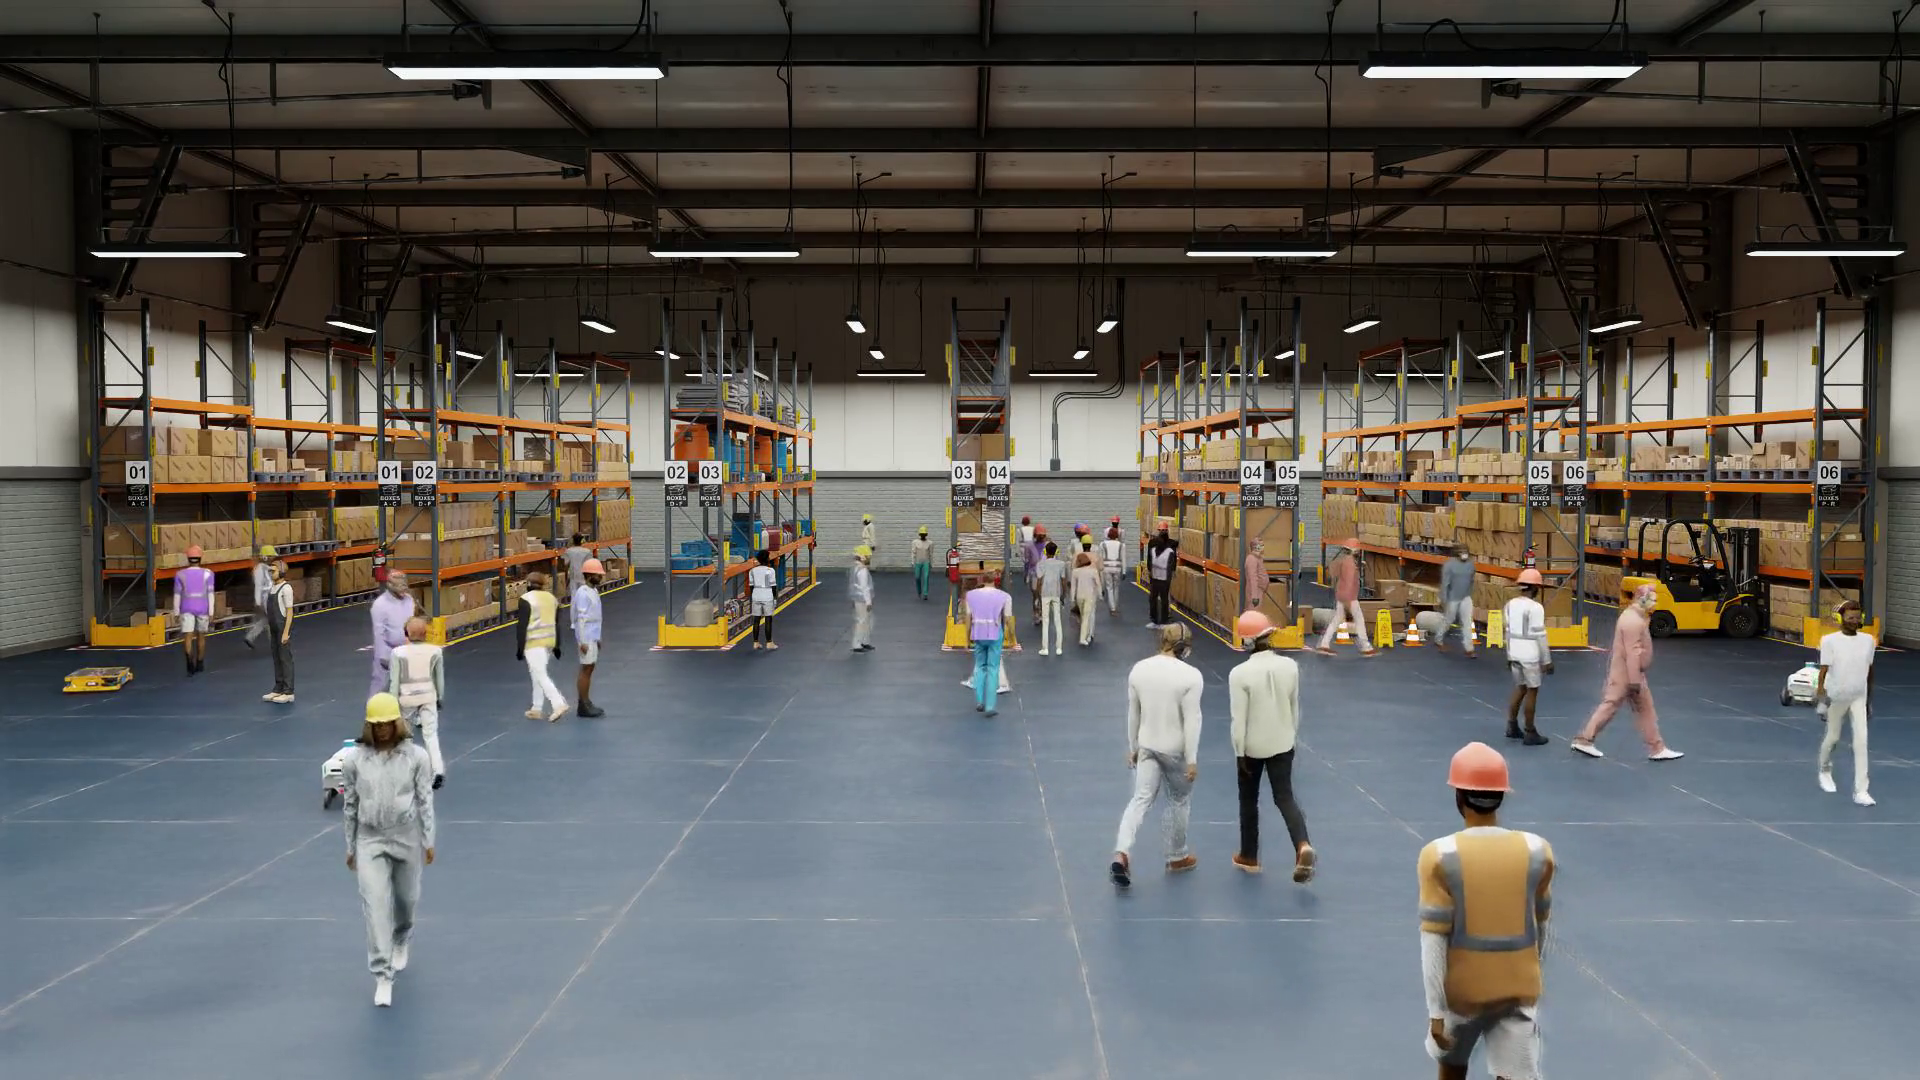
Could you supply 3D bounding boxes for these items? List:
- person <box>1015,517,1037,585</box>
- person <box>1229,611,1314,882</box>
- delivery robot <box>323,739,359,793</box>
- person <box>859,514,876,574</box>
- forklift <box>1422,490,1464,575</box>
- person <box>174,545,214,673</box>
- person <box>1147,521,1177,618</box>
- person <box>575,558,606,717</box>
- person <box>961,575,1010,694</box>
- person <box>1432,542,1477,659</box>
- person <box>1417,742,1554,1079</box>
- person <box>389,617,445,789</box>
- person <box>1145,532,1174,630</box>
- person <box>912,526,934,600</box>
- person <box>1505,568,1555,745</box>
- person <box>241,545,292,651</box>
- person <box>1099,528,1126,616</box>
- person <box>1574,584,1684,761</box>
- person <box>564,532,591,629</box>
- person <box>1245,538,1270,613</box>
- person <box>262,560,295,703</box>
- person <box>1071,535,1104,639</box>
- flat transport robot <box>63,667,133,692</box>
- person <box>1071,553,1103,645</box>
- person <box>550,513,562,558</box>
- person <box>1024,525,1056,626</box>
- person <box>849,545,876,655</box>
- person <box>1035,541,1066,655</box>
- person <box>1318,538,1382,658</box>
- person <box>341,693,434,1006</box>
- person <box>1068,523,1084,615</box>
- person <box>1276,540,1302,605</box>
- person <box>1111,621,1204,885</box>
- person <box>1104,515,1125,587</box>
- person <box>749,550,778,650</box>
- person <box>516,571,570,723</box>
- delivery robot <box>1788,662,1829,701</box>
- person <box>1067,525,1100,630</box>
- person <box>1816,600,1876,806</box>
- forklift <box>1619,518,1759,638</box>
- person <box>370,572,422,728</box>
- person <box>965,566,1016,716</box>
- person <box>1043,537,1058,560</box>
[{"bbox_3d":[1.767,0.292,43.584,0.598,1.830,0.989,0,2,-12],"label":"person"},{"bbox_3d":[2.256,1.496,11.764,0.622,1.960,0.889,-1,2,-18],"label":"person"},{"bbox_3d":[-5.510,2.049,14.596,0.477,0.478,0.707,0,2,-8],"label":"delivery robot"},{"bbox_3d":[-2.847,0.123,48.325,0.789,1.802,0.596,-1,2,-16],"label":"person"},{"bbox_3d":[13.926,-0.371,47.846,1.873,2.768,1.129,0,2,0],"label":"forklift"},{"bbox_3d":[-11.399,1.033,24.041,0.548,1.915,0.831,-1,2,-23],"label":"person"},{"bbox_3d":[4.189,0.613,33.497,0.612,1.997,0.375,0,2,1],"label":"person"},{"bbox_3d":[-4.523,1.187,19.819,0.379,1.933,0.551,0,2,3],"label":"person"},{"bbox_3d":[0.361,1.275,21.889,0.896,1.589,0.532,2,3,34],"label":"person"},{"bbox_3d":[8.088,0.959,26.381,0.642,1.889,1.046,-1,2,-15],"label":"person"},{"bbox_3d":[2.055,1.743,6.403,0.548,1.879,1.001,0,2,3],"label":"person"},{"bbox_3d":[-5.108,1.533,15.259,0.529,1.608,0.810,-2,3,-34],"label":"person"},{"bbox_3d":[3.844,0.778,30.808,0.529,1.882,0.639,-2,3,-42],"label":"person"},{"bbox_3d":[-0.889,0.536,38.464,0.542,1.752,0.455,0,2,-1],"label":"person"},{"bbox_3d":[6.244,1.275,17.713,0.402,1.932,0.557,-1,2,-16],"label":"person"},{"bbox_3d":[-11.559,0.974,26.841,0.834,1.803,0.599,0,2,-2],"label":"person"},{"bbox_3d":[3.214,0.661,34.198,0.565,1.831,0.975,0,2,-2],"label":"person"},{"bbox_3d":[6.897,1.366,16.717,1.010,1.840,0.660,1,3,30],"label":"person"},{"bbox_3d":[-7.326,0.776,31.000,0.533,1.868,0.310,0,2,-7],"label":"person"},{"bbox_3d":[4.960,0.915,26.954,0.409,1.913,0.647,0,2,12],"label":"person"},{"bbox_3d":[-8.857,1.184,21.005,0.509,1.846,0.342,2,3,44],"label":"person"},{"bbox_3d":[2.314,0.840,29.246,0.597,1.887,0.960,0,2,4],"label":"person"},{"bbox_3d":[-11.955,1.925,22.410,0.652,0.197,1.431,-1,2,-19],"label":"flat transport robot"},{"bbox_3d":[2.177,1.027,28.146,0.520,1.590,0.838,1,2,24],"label":"person"},{"bbox_3d":[-11.514,0.189,45.444,1.001,1.884,0.652,1,2,14],"label":"person"},{"bbox_3d":[1.590,0.680,32.060,0.613,1.990,1.050,0,2,0],"label":"person"},{"bbox_3d":[-1.536,0.979,26.614,0.590,1.805,0.617,-1,2,-16],"label":"person"},{"bbox_3d":[1.485,0.953,26.536,0.538,1.869,0.313,0,2,-11],"label":"person"},{"bbox_3d":[6.287,0.936,26.184,1.044,1.941,0.625,0,2,-5],"label":"person"},{"bbox_3d":[-3.288,1.714,9.289,0.494,1.712,0.796,-1,2,-21],"label":"person"},{"bbox_3d":[2.517,0.613,34.109,0.384,1.949,0.605,-1,3,-30],"label":"person"},{"bbox_3d":[6.937,0.664,34.227,0.619,1.839,0.430,0,2,5],"label":"person"},{"bbox_3d":[1.444,1.536,11.707,0.640,1.895,0.982,2,3,38],"label":"person"},{"bbox_3d":[4.073,0.291,42.547,0.580,1.919,0.418,0,2,6],"label":"person"},{"bbox_3d":[-3.313,1.009,27.249,0.535,1.697,0.318,1,3,26],"label":"person"},{"bbox_3d":[-4.961,1.278,19.404,0.815,1.799,0.652,1,3,25],"label":"person"},{"bbox_3d":[10.864,1.809,20.645,0.477,0.478,0.707,2,3,43],"label":"delivery robot"},{"bbox_3d":[2.400,0.721,30.926,0.630,1.983,1.046,1,2,18],"label":"person"},{"bbox_3d":[8.082,1.445,14.760,0.538,1.825,0.980,0,2,8],"label":"person"},{"bbox_3d":[13.417,0.684,29.791,2.313,2.155,1.214,0,2,0],"label":"forklift"},{"bbox_3d":[-6.515,1.283,18.686,1.007,1.833,0.650,1,3,30],"label":"person"},{"bbox_3d":[0.389,1.235,19.818,0.606,1.829,0.582,1,2,20],"label":"person"},{"bbox_3d":[1.925,0.715,35.972,0.505,1.593,0.820,1,2,14],"label":"person"}]
